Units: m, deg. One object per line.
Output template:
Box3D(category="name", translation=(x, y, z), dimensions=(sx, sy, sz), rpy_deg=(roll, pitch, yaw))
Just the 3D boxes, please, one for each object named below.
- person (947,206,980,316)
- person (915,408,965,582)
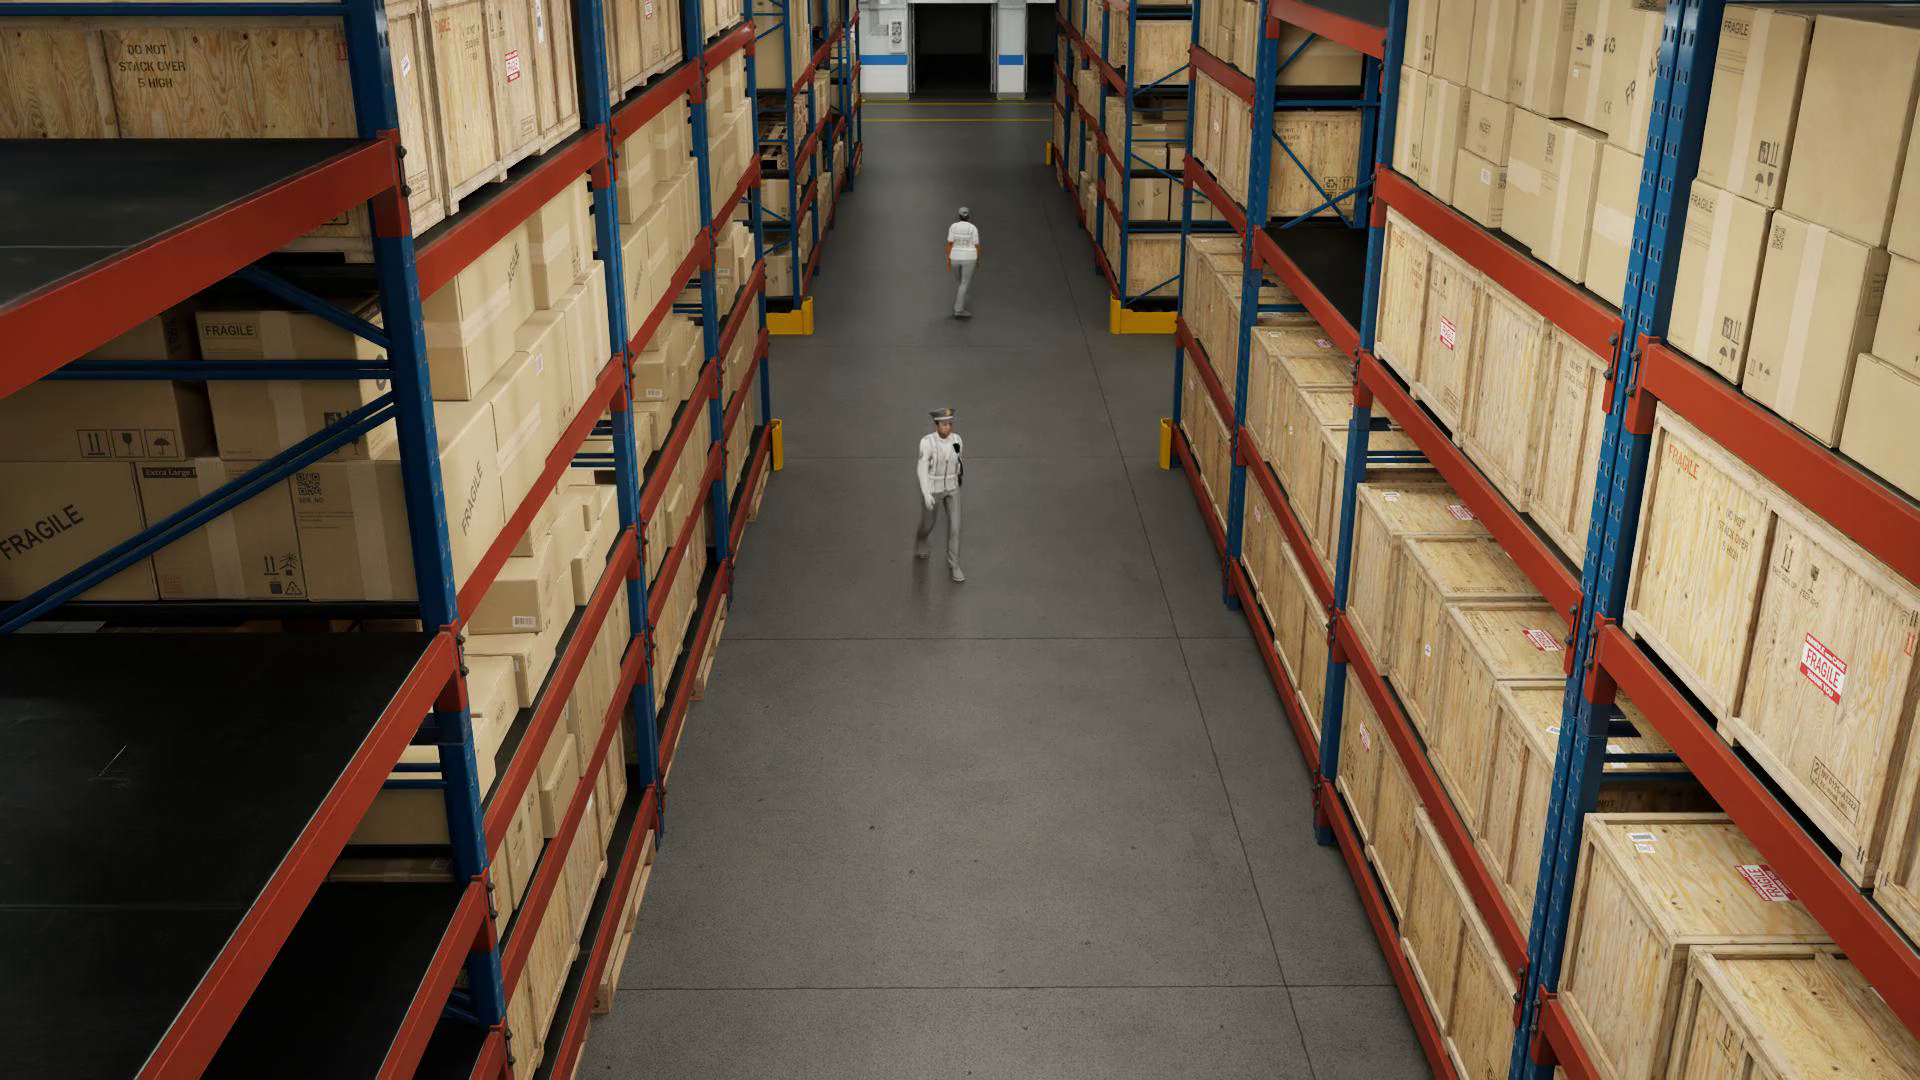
Box3D(category="person", translation=(0.092, -4.324, 25.602), dimensions=(0.487, 1.628, 0.904), rpy_deg=(11, 24, 25))
Box3D(category="person", translation=(-0.200, -0.504, 15.937), dimensions=(0.480, 1.653, 0.874), rpy_deg=(-6, 22, -16))
